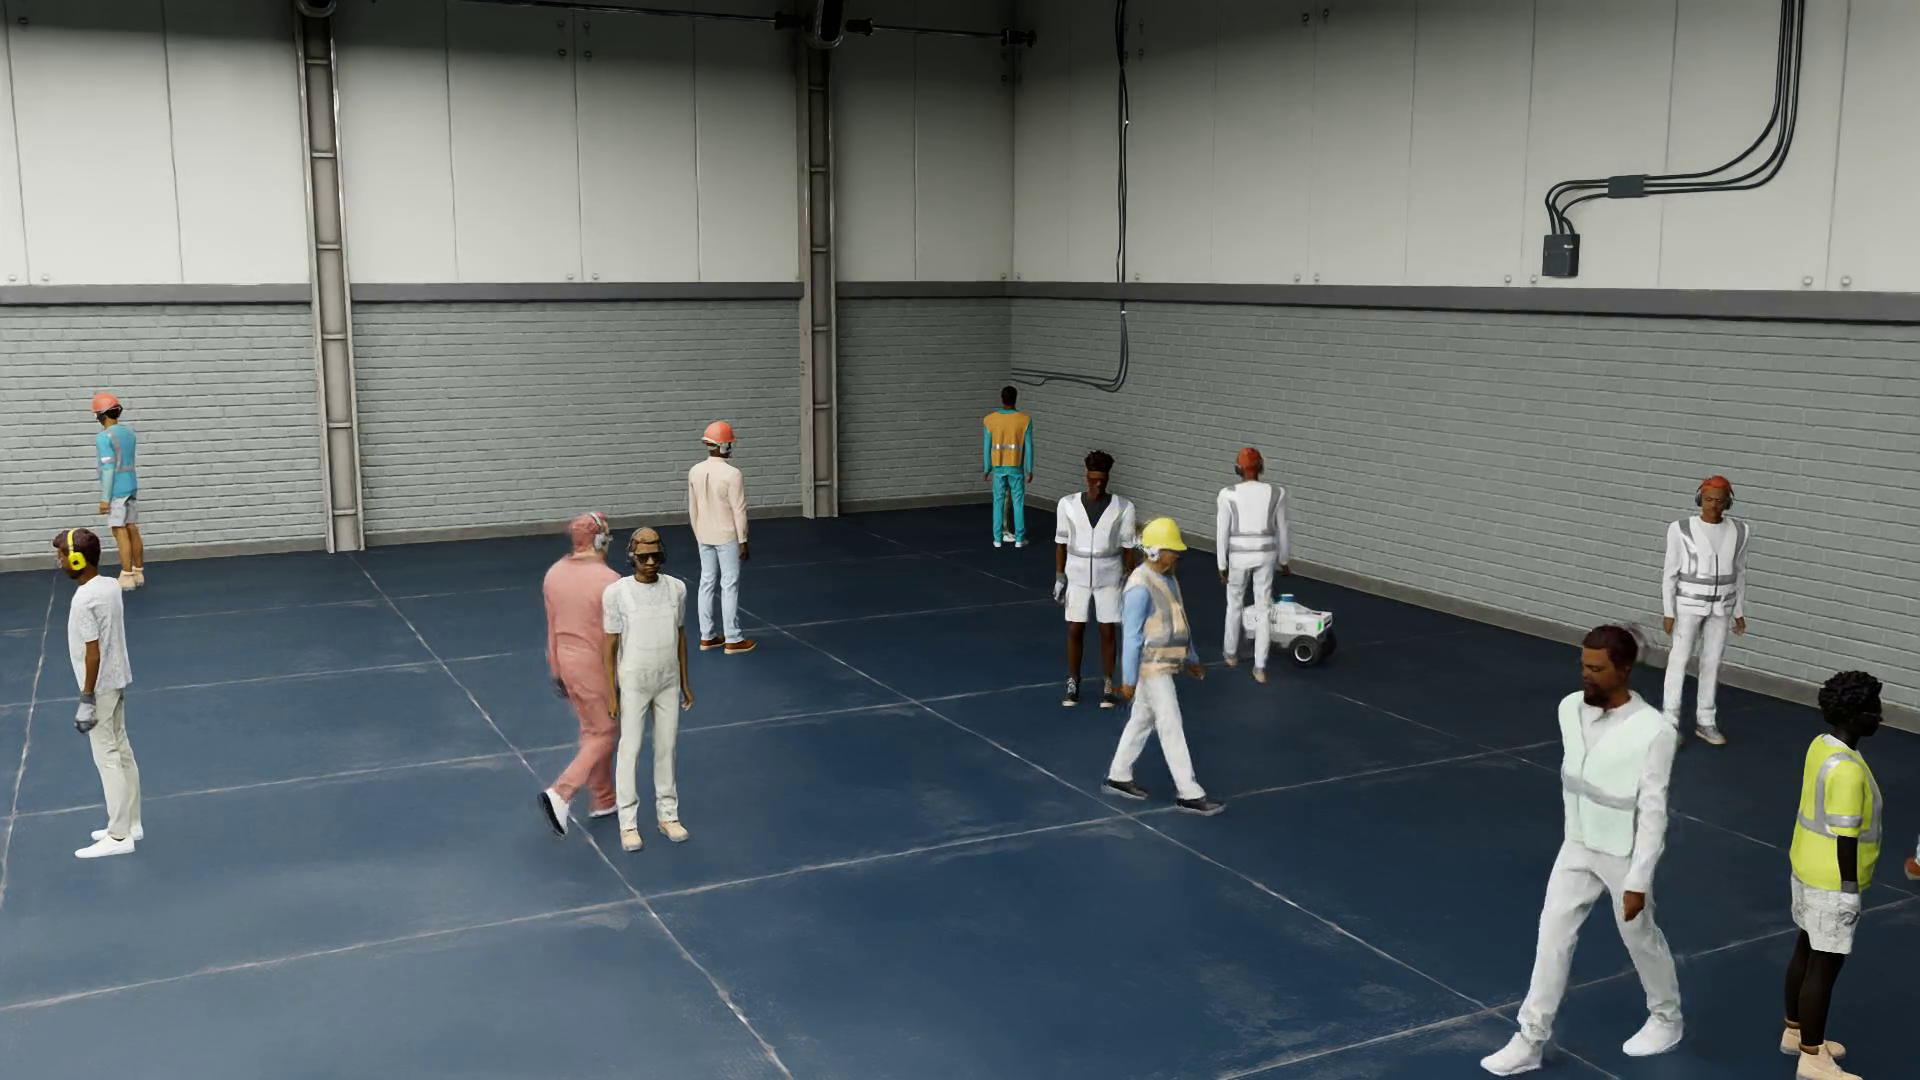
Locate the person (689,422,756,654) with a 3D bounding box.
[{"bbox_3d":[-2.055,-0.020,14.293,0.611,1.995,0.375,6,11,34],"label":"person"}]

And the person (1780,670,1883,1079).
[{"bbox_3d":[3.539,1.356,6.731,0.316,1.696,0.540,3,10,16],"label":"person"}]

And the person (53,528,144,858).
[{"bbox_3d":[-4.840,0.851,9.332,0.334,1.865,0.521,-1,9,-8],"label":"person"}]

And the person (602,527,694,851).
[{"bbox_3d":[-1.773,0.836,9.480,0.516,1.844,0.329,-6,11,-33],"label":"person"}]

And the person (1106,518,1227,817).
[{"bbox_3d":[1.245,0.753,10.131,0.811,1.794,0.596,4,10,22],"label":"person"}]

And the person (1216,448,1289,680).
[{"bbox_3d":[2.383,0.166,13.602,0.617,1.837,0.941,0,9,2],"label":"person"}]

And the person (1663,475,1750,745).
[{"bbox_3d":[5.149,0.488,11.510,0.576,1.881,0.352,0,9,-1],"label":"person"}]

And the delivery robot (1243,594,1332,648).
[{"bbox_3d":[2.751,0.698,14.007,0.707,0.478,0.477,5,11,29],"label":"delivery robot"}]

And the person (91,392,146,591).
[{"bbox_3d":[-8.664,-0.492,17.065,0.394,2.040,0.609,0,9,0],"label":"person"}]

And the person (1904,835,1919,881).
[{"bbox_3d":[5.264,0.945,8.623,0.647,1.909,0.841,1,9,9],"label":"person"}]

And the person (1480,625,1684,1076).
[{"bbox_3d":[2.644,1.262,6.793,0.997,1.869,0.609,-4,10,-24],"label":"person"}]

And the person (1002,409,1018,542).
[{"bbox_3d":[0.577,-0.801,20.214,0.266,1.631,0.507,2,9,12],"label":"person"}]

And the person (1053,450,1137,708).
[{"bbox_3d":[1.011,0.296,12.500,0.618,1.947,0.386,2,9,10],"label":"person"}]

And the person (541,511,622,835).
[{"bbox_3d":[-2.192,0.774,9.739,0.644,1.886,0.743,7,12,38],"label":"person"}]

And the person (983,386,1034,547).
[{"bbox_3d":[0.576,-0.864,19.737,0.597,1.915,0.371,1,9,9],"label":"person"}]
